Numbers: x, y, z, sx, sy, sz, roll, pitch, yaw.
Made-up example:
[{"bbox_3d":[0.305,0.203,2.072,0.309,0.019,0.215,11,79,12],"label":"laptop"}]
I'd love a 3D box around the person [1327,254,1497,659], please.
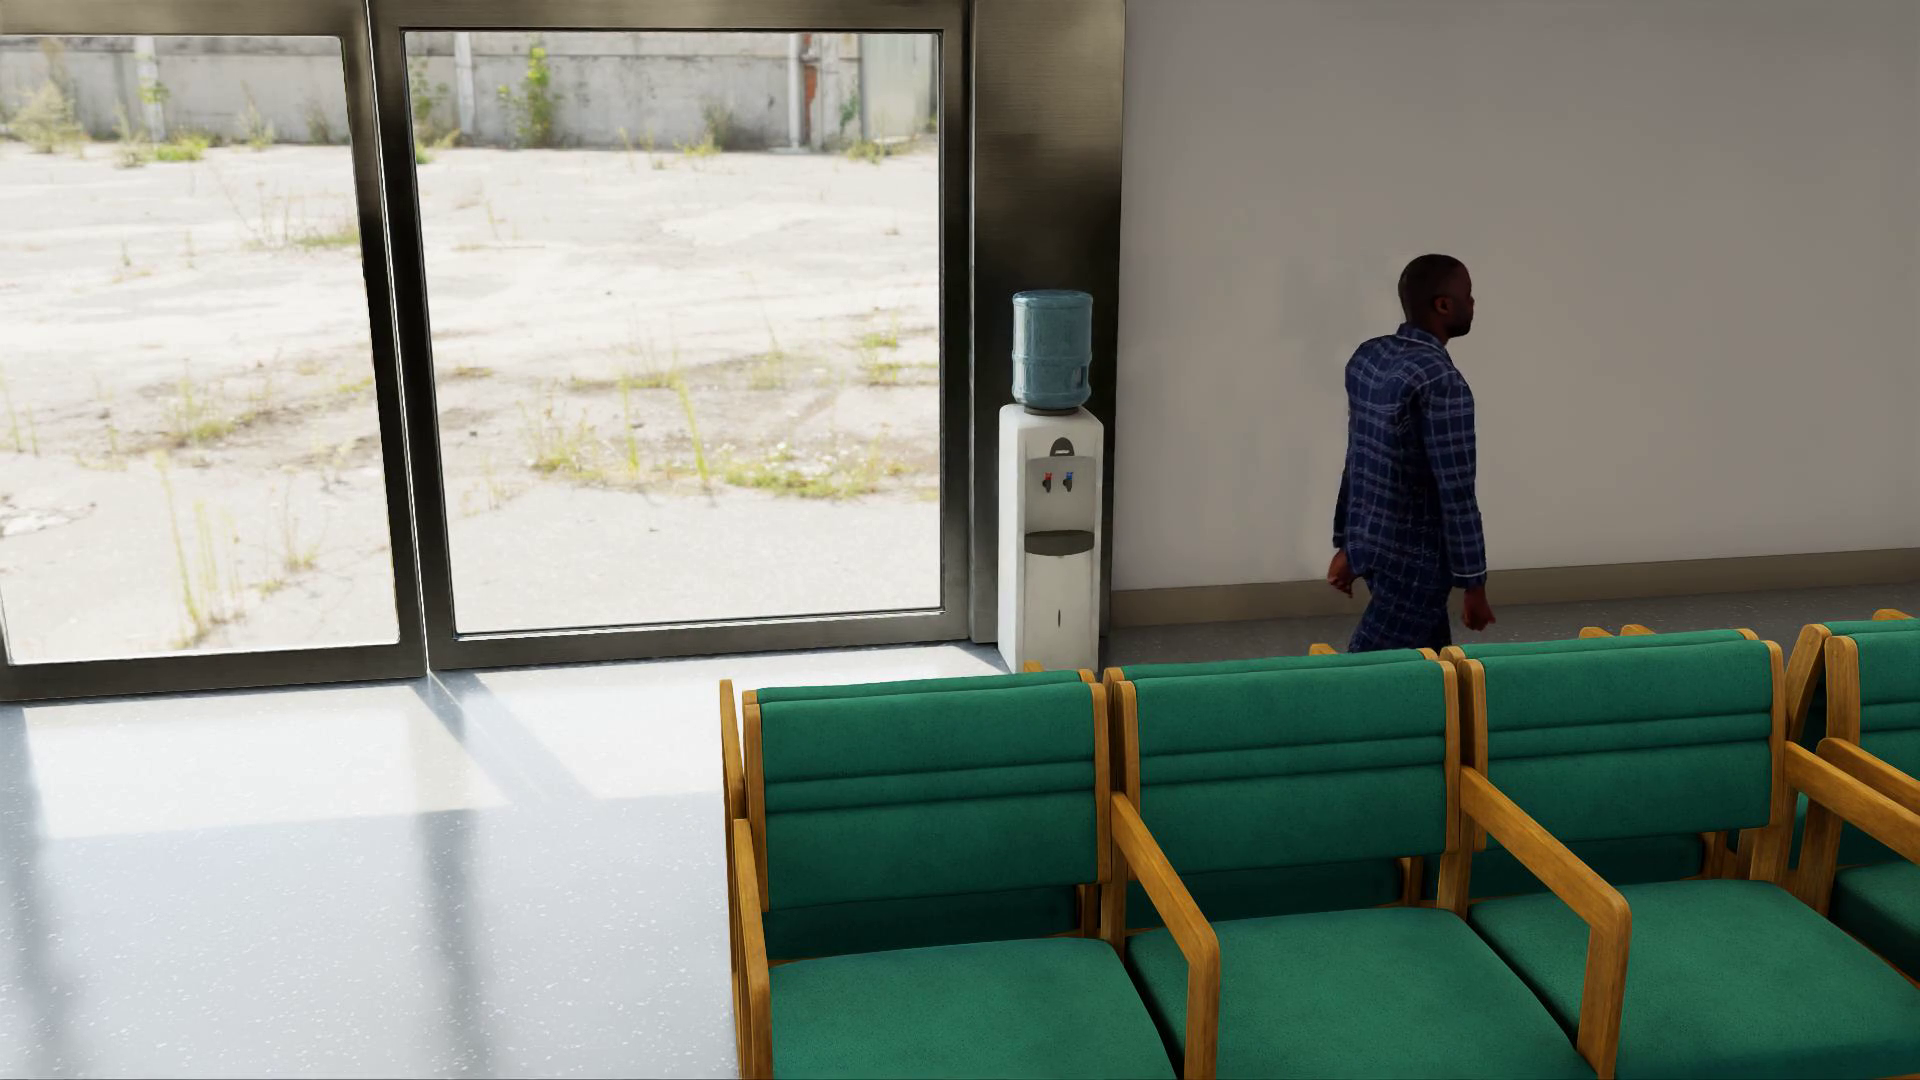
[{"bbox_3d":[1.223,0.078,4.926,0.776,1.792,0.991,-4,16,-12],"label":"person"}]
